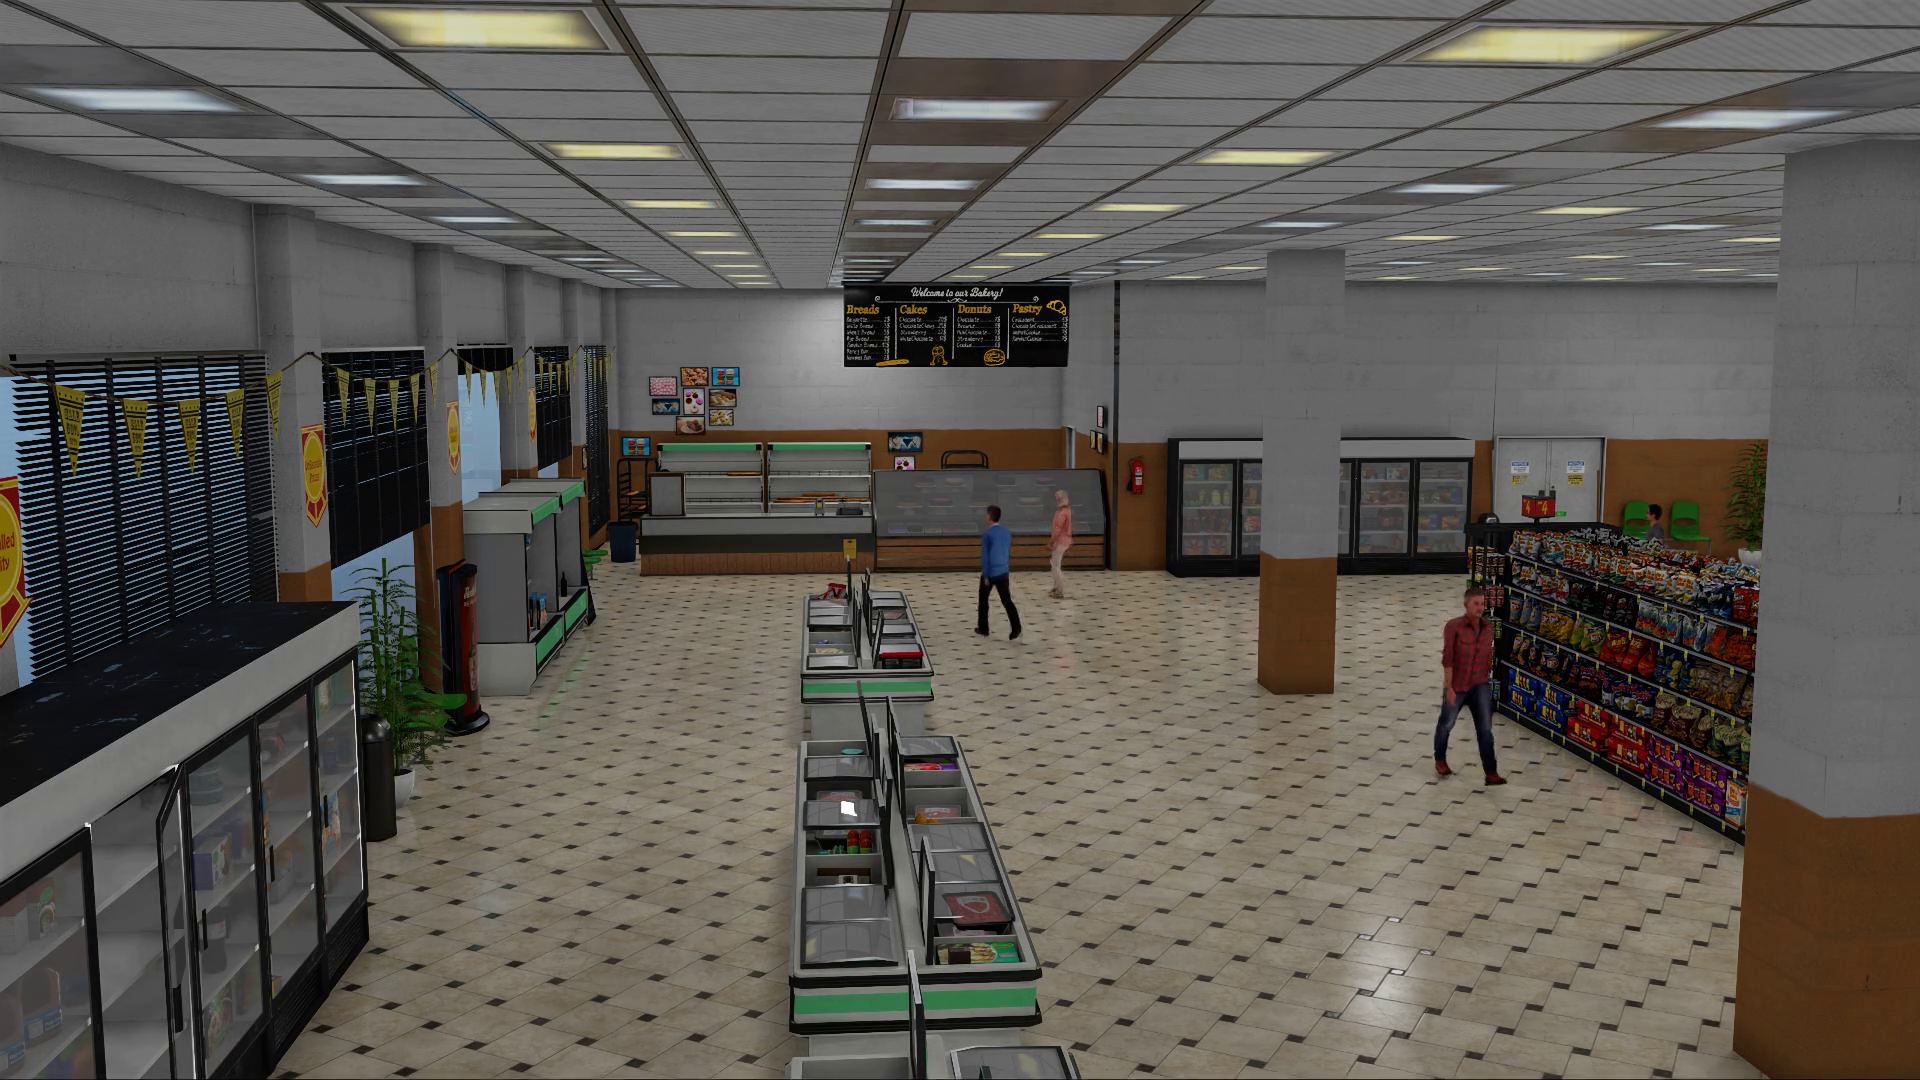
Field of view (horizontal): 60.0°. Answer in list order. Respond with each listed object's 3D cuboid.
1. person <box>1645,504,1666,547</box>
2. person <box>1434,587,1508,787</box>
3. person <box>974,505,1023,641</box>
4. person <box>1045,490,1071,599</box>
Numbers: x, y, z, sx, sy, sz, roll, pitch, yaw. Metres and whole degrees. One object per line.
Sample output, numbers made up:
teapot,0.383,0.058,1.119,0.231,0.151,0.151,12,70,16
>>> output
person,9.598,0.370,22.973,0.759,1.754,0.614,2,7,15
person,4.530,1.318,15.051,0.747,1.772,1.173,-1,7,-8
person,0.541,0.450,22.181,1.010,1.786,1.241,-4,8,-33
person,1.596,0.064,25.793,0.850,1.685,0.628,2,7,19
